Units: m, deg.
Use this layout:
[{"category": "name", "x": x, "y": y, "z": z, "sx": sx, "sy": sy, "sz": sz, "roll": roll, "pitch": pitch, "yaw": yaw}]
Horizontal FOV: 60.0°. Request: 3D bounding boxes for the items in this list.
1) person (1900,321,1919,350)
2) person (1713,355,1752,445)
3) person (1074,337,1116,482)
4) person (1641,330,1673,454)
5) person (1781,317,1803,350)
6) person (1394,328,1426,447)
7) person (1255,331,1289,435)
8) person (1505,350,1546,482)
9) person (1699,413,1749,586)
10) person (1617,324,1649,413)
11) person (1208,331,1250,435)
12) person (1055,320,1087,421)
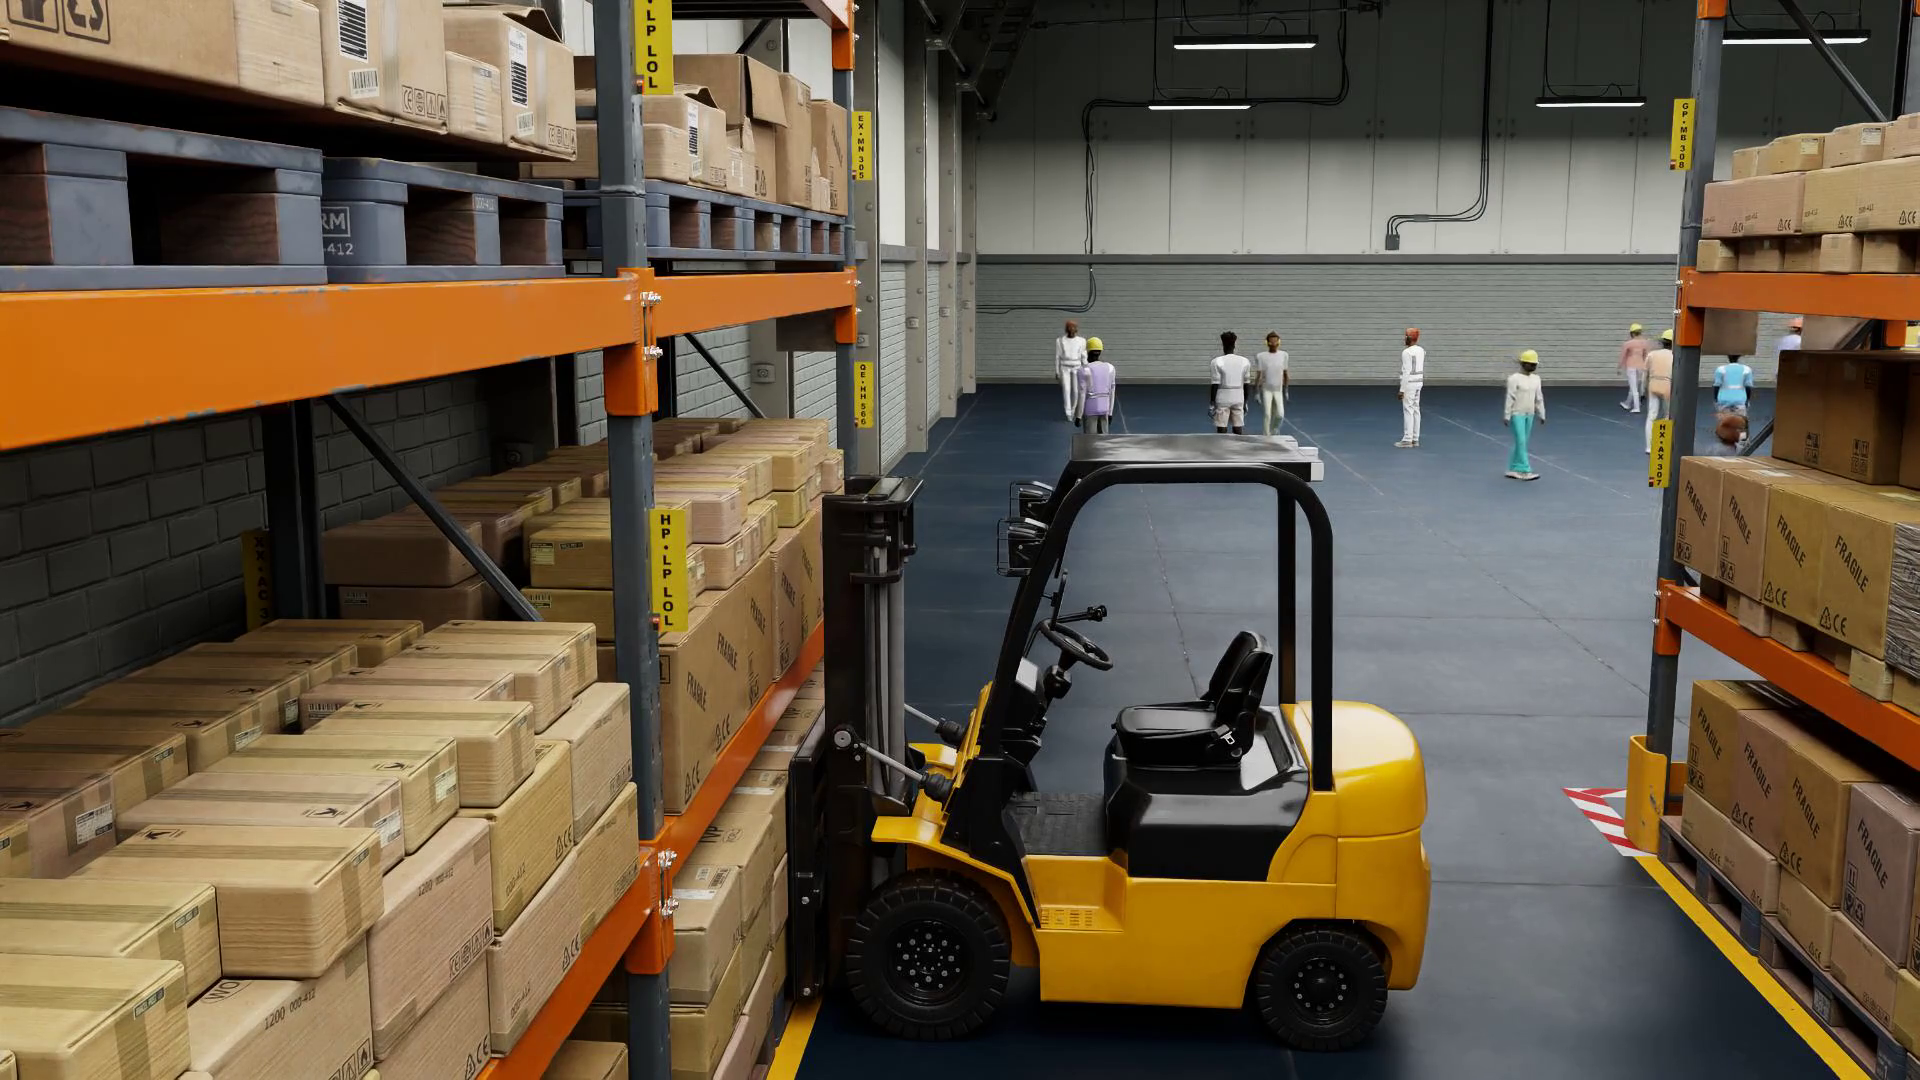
[{"category": "person", "x": 20.077, "y": -3.848, "z": 35.164, "sx": 0.619, "sy": 1.845, "sz": 0.430, "roll": 5, "pitch": 11, "yaw": 29}, {"category": "person", "x": 11.549, "y": -2.075, "z": 24.883, "sx": 0.532, "sy": 1.685, "sz": 0.441, "roll": 2, "pitch": 10, "yaw": 15}, {"category": "person", "x": 1.763, "y": -1.691, "z": 21.827, "sx": 0.585, "sy": 1.928, "sz": 0.378, "roll": -5, "pitch": 11, "yaw": -28}, {"category": "person", "x": 10.750, "y": -2.259, "z": 25.383, "sx": 0.655, "sy": 1.880, "sz": 0.898, "roll": 9, "pitch": 13, "yaw": 43}, {"category": "person", "x": 15.242, "y": -3.091, "z": 30.337, "sx": 0.505, "sy": 1.919, "sz": 0.547, "roll": -3, "pitch": 10, "yaw": -15}, {"category": "person", "x": 7.115, "y": -2.403, "z": 26.281, "sx": 0.353, "sy": 1.883, "sz": 0.578, "roll": 8, "pitch": 12, "yaw": 41}, {"category": "person", "x": 4.835, "y": -2.297, "z": 25.731, "sx": 0.547, "sy": 1.851, "sz": 0.440, "roll": 0, "pitch": 9, "yaw": -1}, {"category": "person", "x": 7.560, "y": -1.646, "z": 22.114, "sx": 0.549, "sy": 1.731, "sz": 0.737, "roll": -5, "pitch": 10, "yaw": -26}, {"category": "person", "x": 6.606, "y": -0.276, "z": 14.190, "sx": 0.571, "sy": 1.615, "sz": 0.514, "roll": 9, "pitch": 13, "yaw": 43}, {"category": "person", "x": 13.129, "y": -3.356, "z": 32.521, "sx": 0.549, "sy": 1.714, "sz": 0.891, "roll": -2, "pitch": 9, "yaw": -9}, {"category": "person", "x": 3.713, "y": -1.904, "z": 23.005, "sx": 0.613, "sy": 1.962, "sz": 0.365, "roll": -3, "pitch": 10, "yaw": -19}, {"category": "person", "x": 2.052, "y": -3.146, "z": 30.852, "sx": 0.584, "sy": 1.867, "sz": 0.694, "roll": 0, "pitch": 9, "yaw": -1}]
